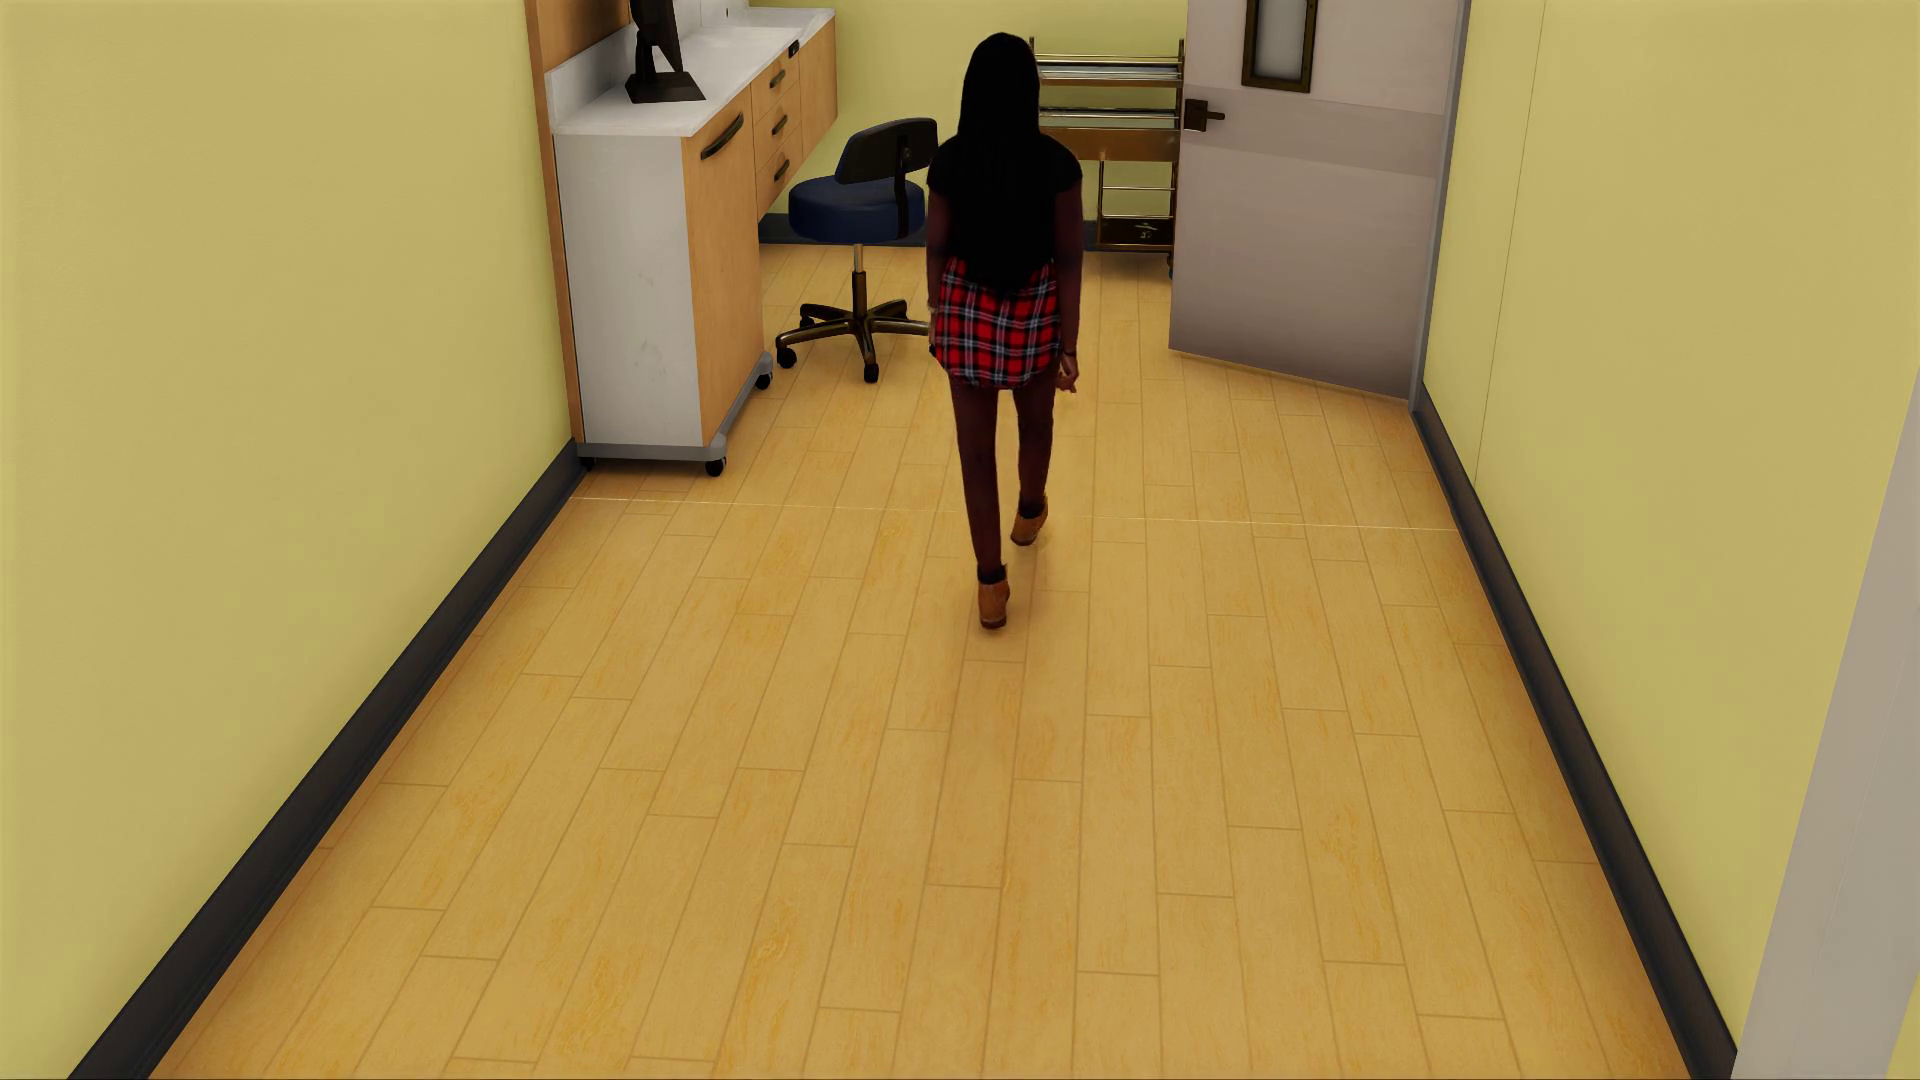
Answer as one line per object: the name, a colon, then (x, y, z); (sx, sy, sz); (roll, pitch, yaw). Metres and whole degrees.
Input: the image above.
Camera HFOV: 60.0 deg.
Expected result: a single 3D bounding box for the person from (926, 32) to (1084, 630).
person: (0.120, -0.547, 4.810); (0.956, 1.700, 0.696); (1, 26, 2)
